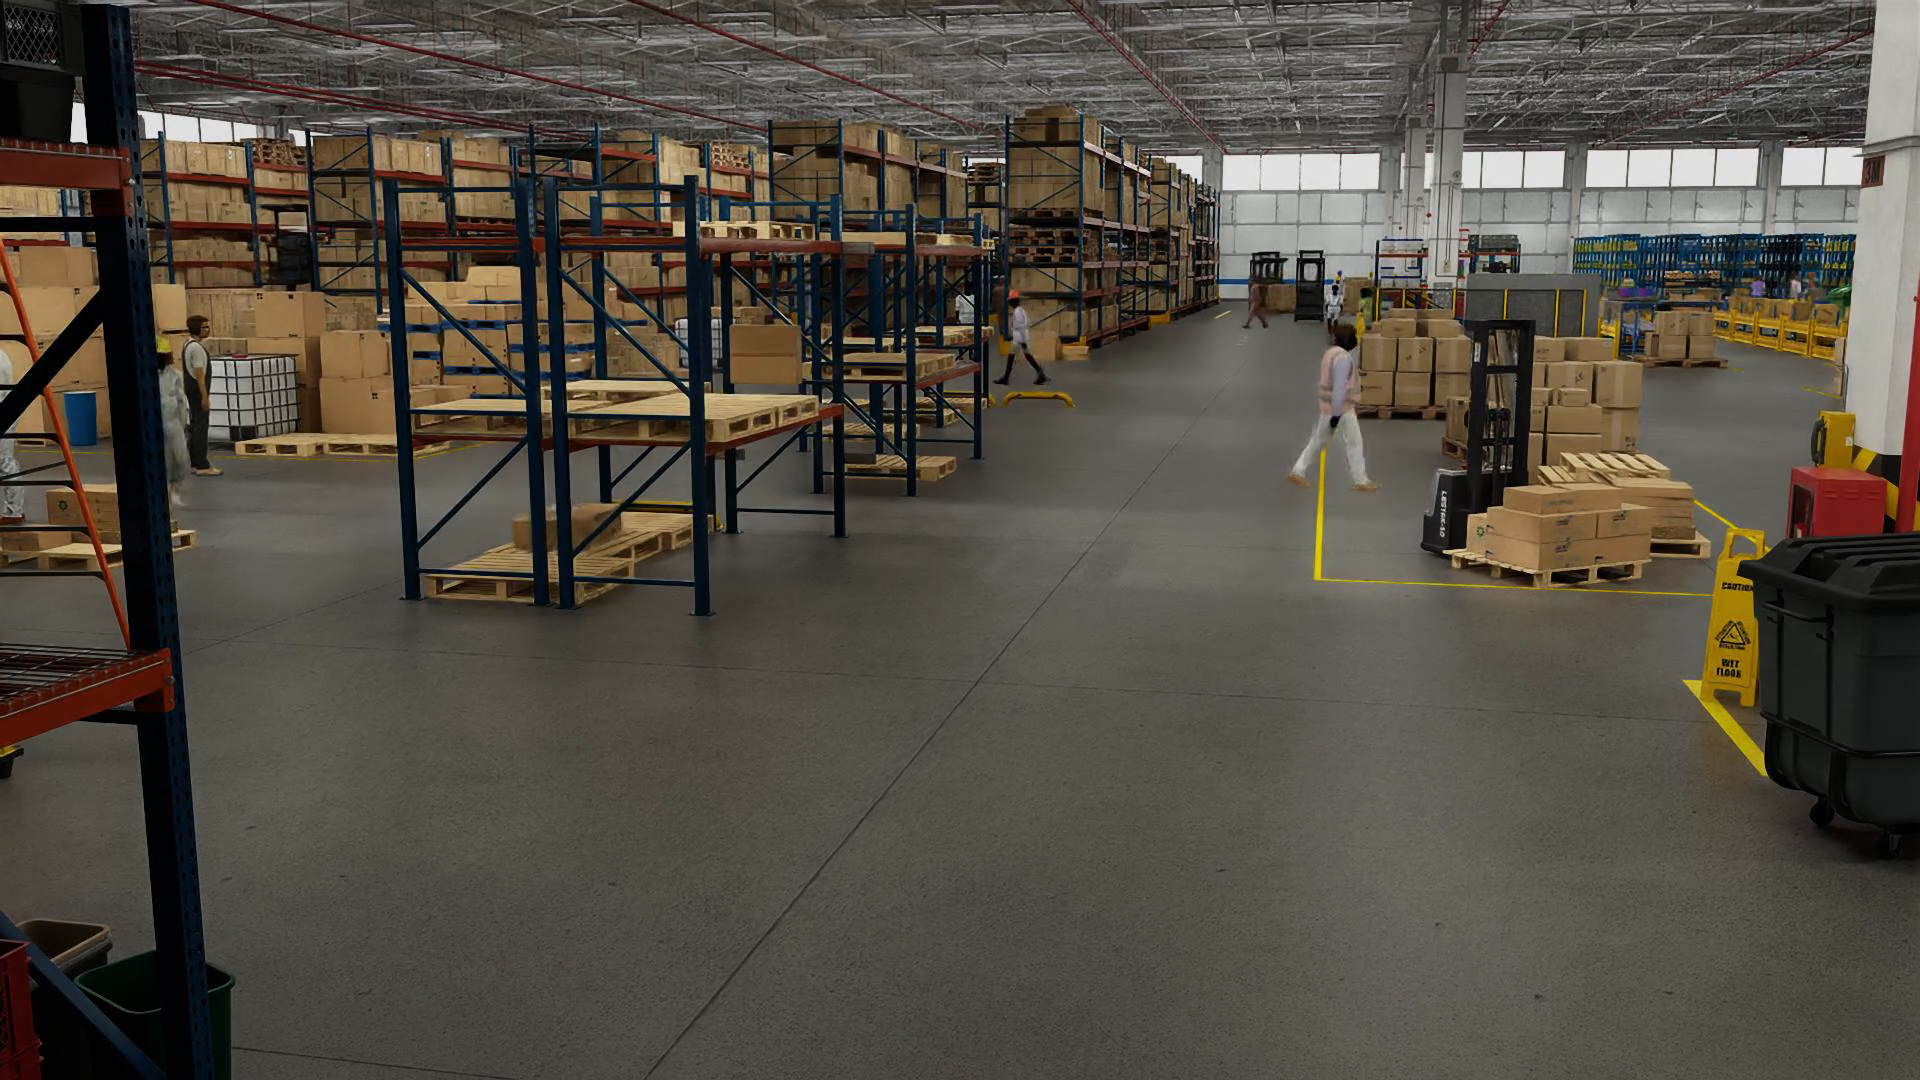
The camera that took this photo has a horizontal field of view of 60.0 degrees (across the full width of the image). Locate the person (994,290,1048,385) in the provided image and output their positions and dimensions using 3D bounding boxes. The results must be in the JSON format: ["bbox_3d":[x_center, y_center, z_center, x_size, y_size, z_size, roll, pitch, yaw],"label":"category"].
[{"bbox_3d":[1.239,-3.969,32.713,1.056,1.878,0.555,2,10,10],"label":"person"}]

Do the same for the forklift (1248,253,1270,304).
[{"bbox_3d":[16.314,-14.205,90.322,1.129,2.768,1.873,2,10,12],"label":"forklift"}]

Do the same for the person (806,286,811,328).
[{"bbox_3d":[-4.740,-7.640,54.395,0.651,1.884,1.012,4,10,23],"label":"person"}]

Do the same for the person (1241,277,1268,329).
[{"bbox_3d":[10.581,-8.465,59.395,0.988,1.855,0.693,0,10,0],"label":"person"}]

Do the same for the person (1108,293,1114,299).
[{"bbox_3d":[5.539,-8.472,60.169,0.830,1.595,0.522,1,10,7],"label":"person"}]

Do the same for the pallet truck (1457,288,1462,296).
[{"bbox_3d":[20.506,-9.785,68.819,0.653,1.274,1.630,2,10,12],"label":"pallet truck"}]

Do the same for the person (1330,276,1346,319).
[{"bbox_3d":[15.616,-10.013,68.697,0.609,1.787,0.883,2,10,10],"label":"person"}]

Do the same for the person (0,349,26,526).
[{"bbox_3d":[-8.921,-1.078,15.420,0.367,1.932,0.623,-5,11,-29],"label":"person"}]

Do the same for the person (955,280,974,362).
[{"bbox_3d":[0.175,-5.298,40.277,0.606,1.967,0.367,-3,10,-20],"label":"person"}]

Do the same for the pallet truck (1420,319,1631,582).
[{"bbox_3d":[4.543,-0.757,13.299,0.823,1.965,1.885,-4,10,-22],"label":"pallet truck"}]

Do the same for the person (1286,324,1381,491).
[{"bbox_3d":[3.992,-1.412,17.788,0.955,1.808,0.628,-1,10,-3],"label":"person"}]

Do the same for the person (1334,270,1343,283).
[{"bbox_3d":[18.218,-11.996,80.039,0.615,1.940,0.416,-7,12,-37],"label":"person"}]

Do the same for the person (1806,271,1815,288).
[{"bbox_3d":[37.005,-10.703,72.303,0.900,1.962,0.623,5,11,27],"label":"person"}]

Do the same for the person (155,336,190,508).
[{"bbox_3d":[-7.797,-1.121,16.248,0.512,1.734,0.349,-8,13,-40],"label":"person"}]

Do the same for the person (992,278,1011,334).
[{"bbox_3d":[1.383,-7.780,55.293,0.670,1.852,0.985,-1,10,-3],"label":"person"}]

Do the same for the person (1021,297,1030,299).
[{"bbox_3d":[2.584,-9.300,64.529,0.697,1.776,0.982,8,12,38],"label":"person"}]

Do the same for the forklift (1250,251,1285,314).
[{"bbox_3d":[13.951,-11.664,75.275,1.129,2.768,1.873,-2,10,-11],"label":"forklift"}]

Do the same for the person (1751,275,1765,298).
[{"bbox_3d":[34.275,-10.488,71.471,0.577,1.817,0.553,6,11,31],"label":"person"}]

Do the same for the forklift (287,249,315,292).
[{"bbox_3d":[-19.593,-7.335,49.639,1.129,2.768,1.873,2,10,12],"label":"forklift"}]

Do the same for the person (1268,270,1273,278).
[{"bbox_3d":[17.306,-14.099,92.643,0.993,1.889,0.564,1,10,6],"label":"person"}]

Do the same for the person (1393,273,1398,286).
[{"bbox_3d":[23.090,-13.292,88.312,0.485,1.735,0.347,-6,11,-33],"label":"person"}]

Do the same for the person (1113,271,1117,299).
[{"bbox_3d":[8.261,-13.310,87.990,0.650,1.885,0.775,0,10,2],"label":"person"}]

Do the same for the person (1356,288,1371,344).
[{"bbox_3d":[11.766,-6.456,48.078,0.833,1.656,0.539,4,10,23],"label":"person"}]

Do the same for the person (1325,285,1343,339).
[{"bbox_3d":[11.638,-7.095,51.743,0.558,1.672,0.621,3,10,17],"label":"person"}]

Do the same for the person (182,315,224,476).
[{"bbox_3d":[-8.699,-1.650,19.036,0.336,1.844,0.508,-7,12,-35],"label":"person"}]

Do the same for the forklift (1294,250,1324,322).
[{"bbox_3d":[13.778,-10.002,65.433,1.129,2.768,1.873,2,10,12],"label":"forklift"}]

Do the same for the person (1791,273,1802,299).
[{"bbox_3d":[35.203,-10.279,69.988,0.675,1.891,0.439,-9,13,-42],"label":"person"}]
